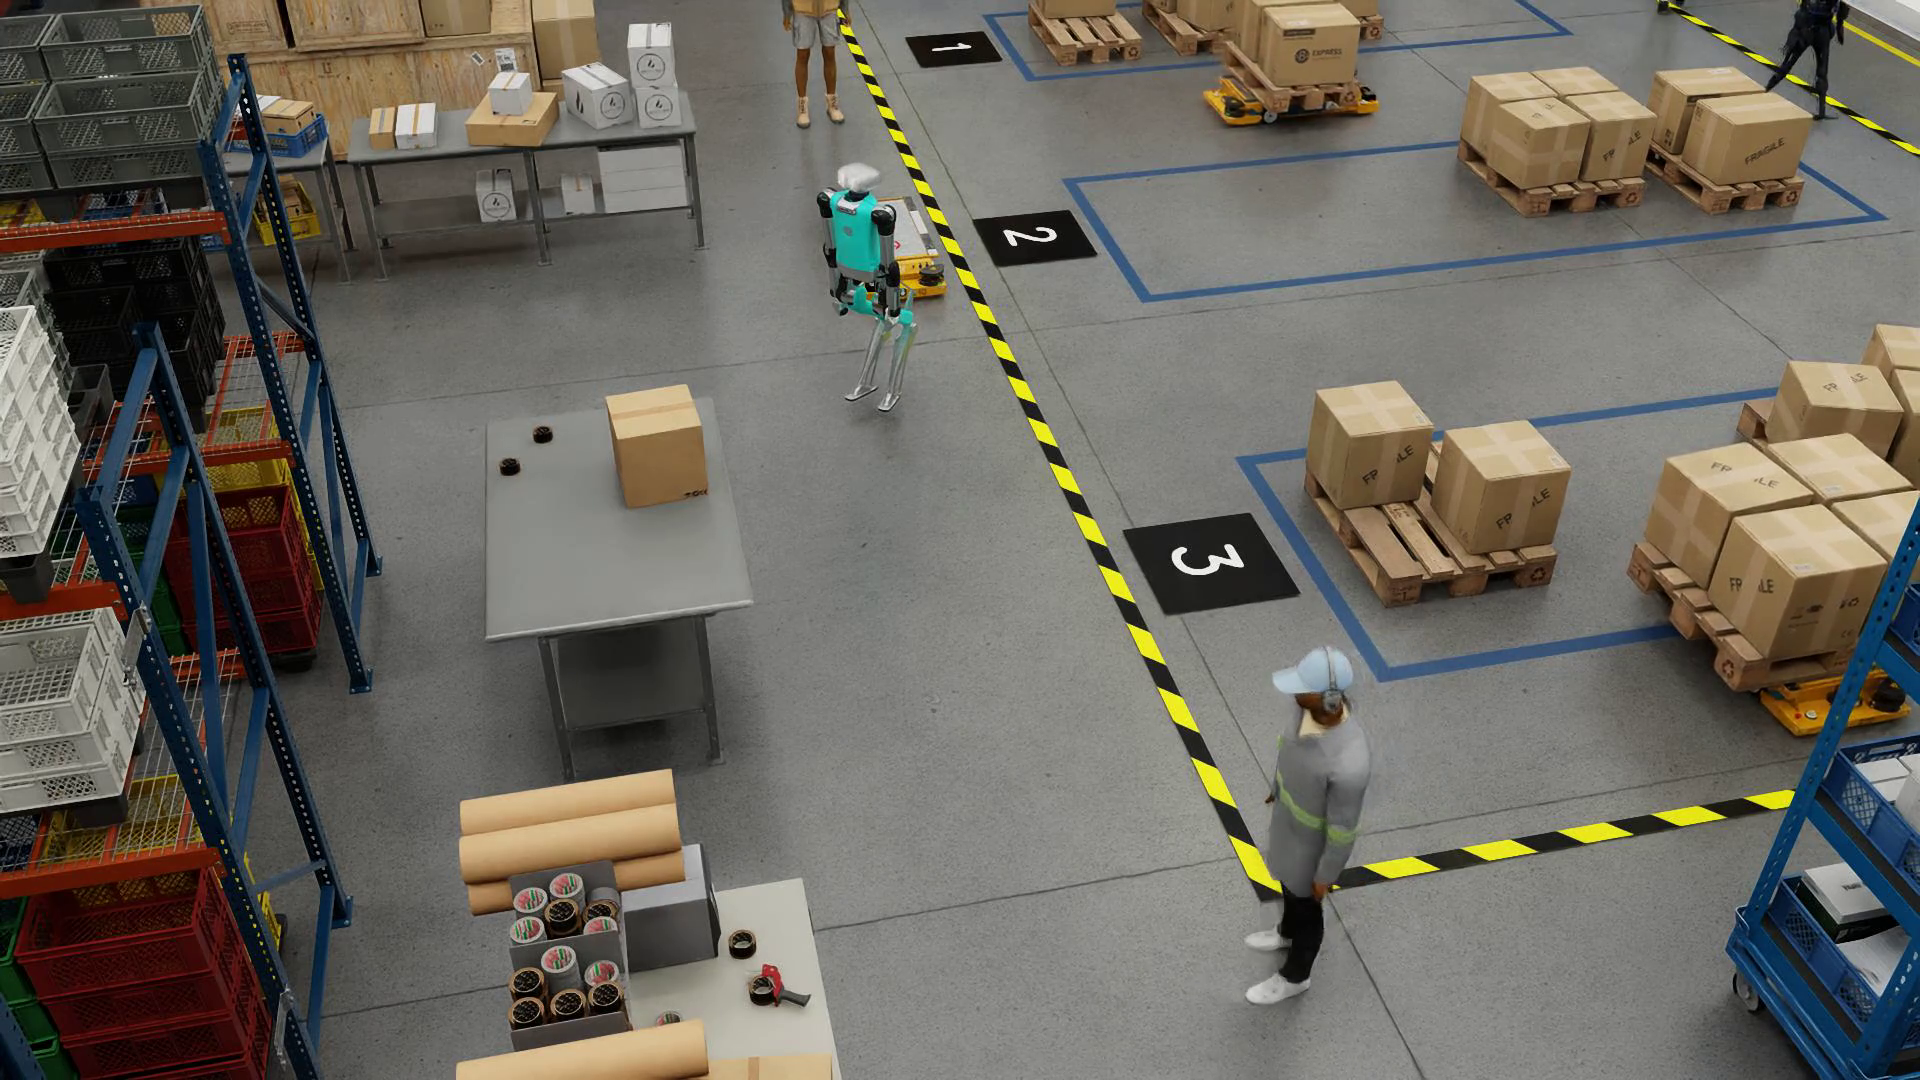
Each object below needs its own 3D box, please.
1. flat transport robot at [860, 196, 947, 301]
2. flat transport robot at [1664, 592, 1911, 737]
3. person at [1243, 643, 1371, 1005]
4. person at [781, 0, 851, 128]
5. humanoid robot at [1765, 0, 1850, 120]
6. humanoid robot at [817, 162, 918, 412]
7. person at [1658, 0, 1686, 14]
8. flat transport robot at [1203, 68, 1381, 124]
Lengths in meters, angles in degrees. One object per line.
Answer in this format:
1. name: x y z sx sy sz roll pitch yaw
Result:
1. flat transport robot: -0.570 -2.220 12.538 0.659 0.231 1.431 -8 37 -10
2. flat transport robot: 4.344 0.463 8.908 0.652 0.197 1.431 -8 37 -11
3. person: 1.363 1.145 6.691 0.395 1.850 0.596 -6 37 -8
4. person: -1.221 -4.530 14.166 0.605 2.034 0.389 -9 38 -12
5. humanoid robot: 7.434 -4.449 14.396 0.609 1.611 0.801 -14 39 -19
6. humanoid robot: -0.487 -1.623 10.393 0.533 1.676 0.735 21 41 26
7. person: 7.238 -6.163 16.535 0.622 1.820 0.432 7 37 10
8. flat transport robot: 2.972 -3.992 14.896 1.431 0.197 0.652 -8 37 -10
